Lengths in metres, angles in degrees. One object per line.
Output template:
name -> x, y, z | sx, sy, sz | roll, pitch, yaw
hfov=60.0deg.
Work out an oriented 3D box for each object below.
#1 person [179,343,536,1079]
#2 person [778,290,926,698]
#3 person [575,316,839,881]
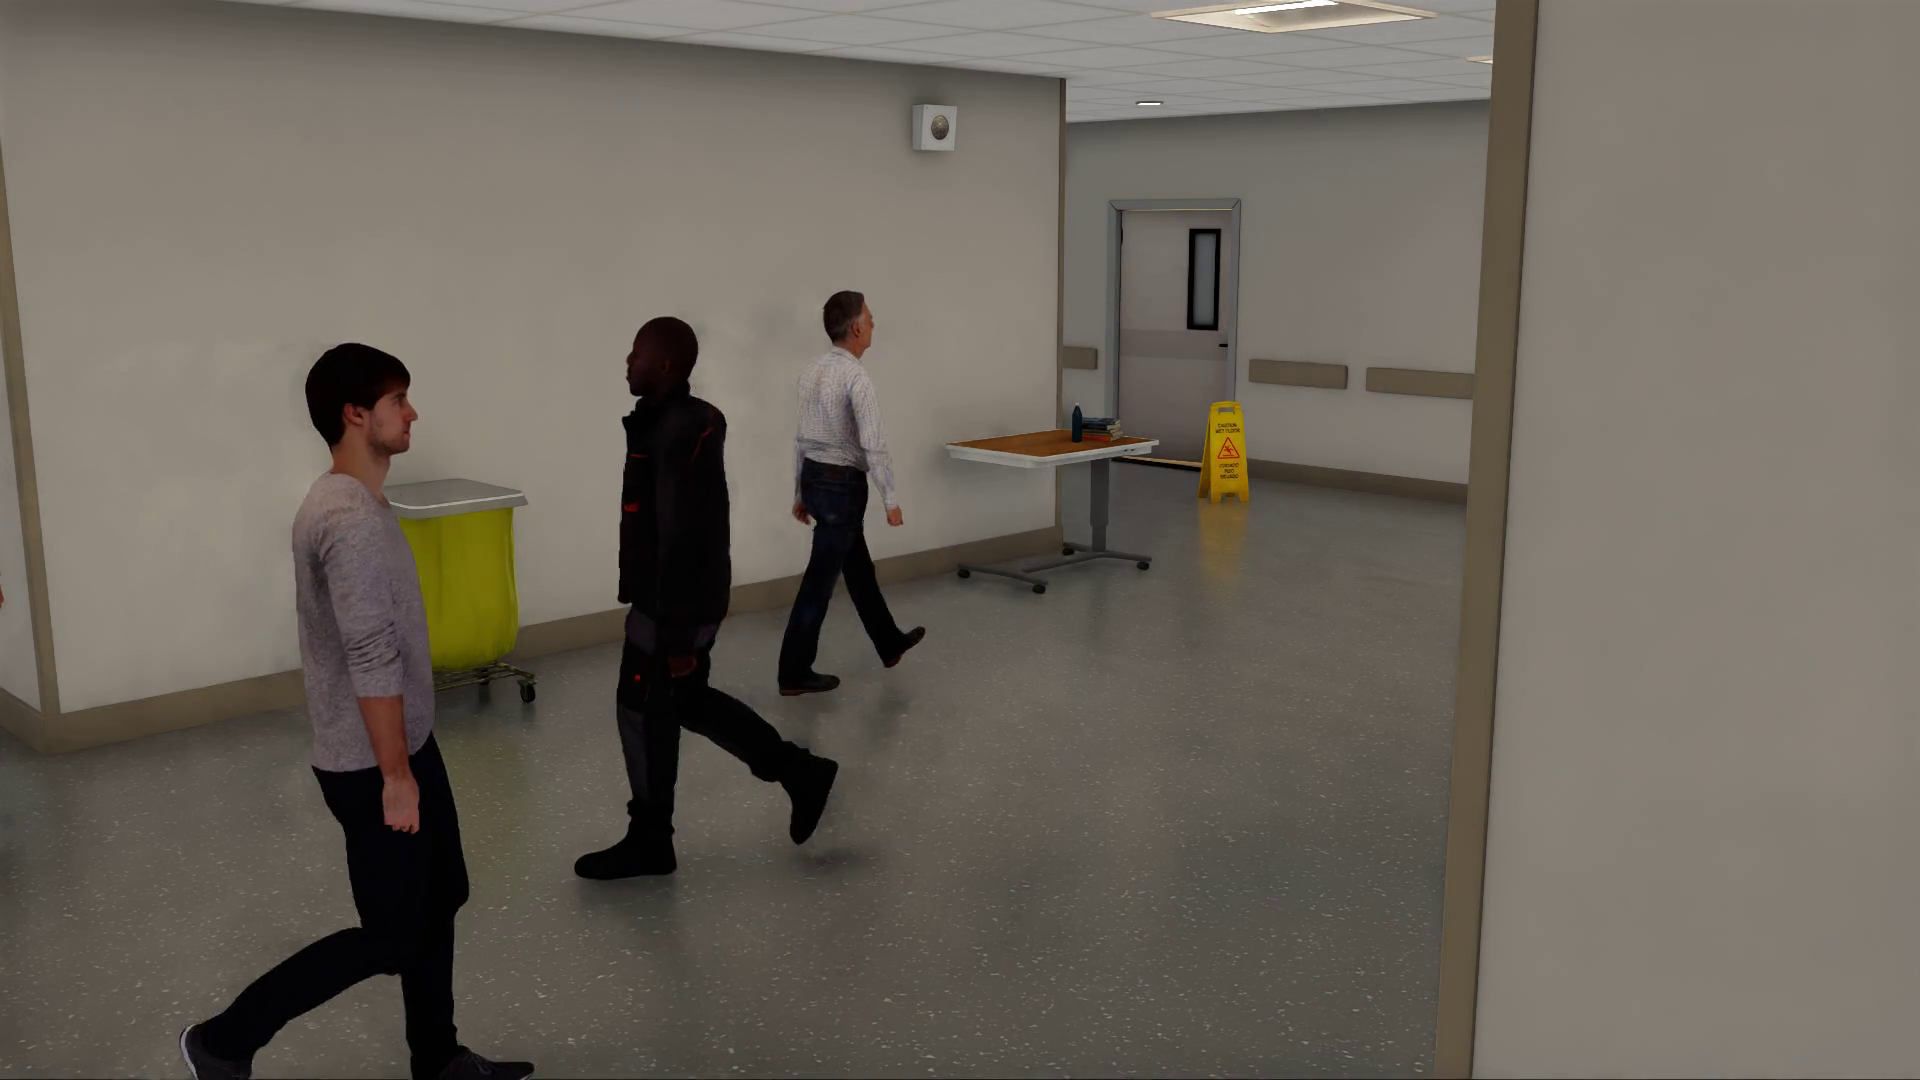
person -> -1.399, 0.490, 3.747 | 1.027, 1.826, 1.056 | -3, 11, -16
person -> -0.619, -0.173, 7.385 | 0.834, 1.772, 1.098 | -8, 13, -37
person -> -0.809, 0.203, 5.321 | 1.172, 1.802, 1.120 | 0, 11, -2
